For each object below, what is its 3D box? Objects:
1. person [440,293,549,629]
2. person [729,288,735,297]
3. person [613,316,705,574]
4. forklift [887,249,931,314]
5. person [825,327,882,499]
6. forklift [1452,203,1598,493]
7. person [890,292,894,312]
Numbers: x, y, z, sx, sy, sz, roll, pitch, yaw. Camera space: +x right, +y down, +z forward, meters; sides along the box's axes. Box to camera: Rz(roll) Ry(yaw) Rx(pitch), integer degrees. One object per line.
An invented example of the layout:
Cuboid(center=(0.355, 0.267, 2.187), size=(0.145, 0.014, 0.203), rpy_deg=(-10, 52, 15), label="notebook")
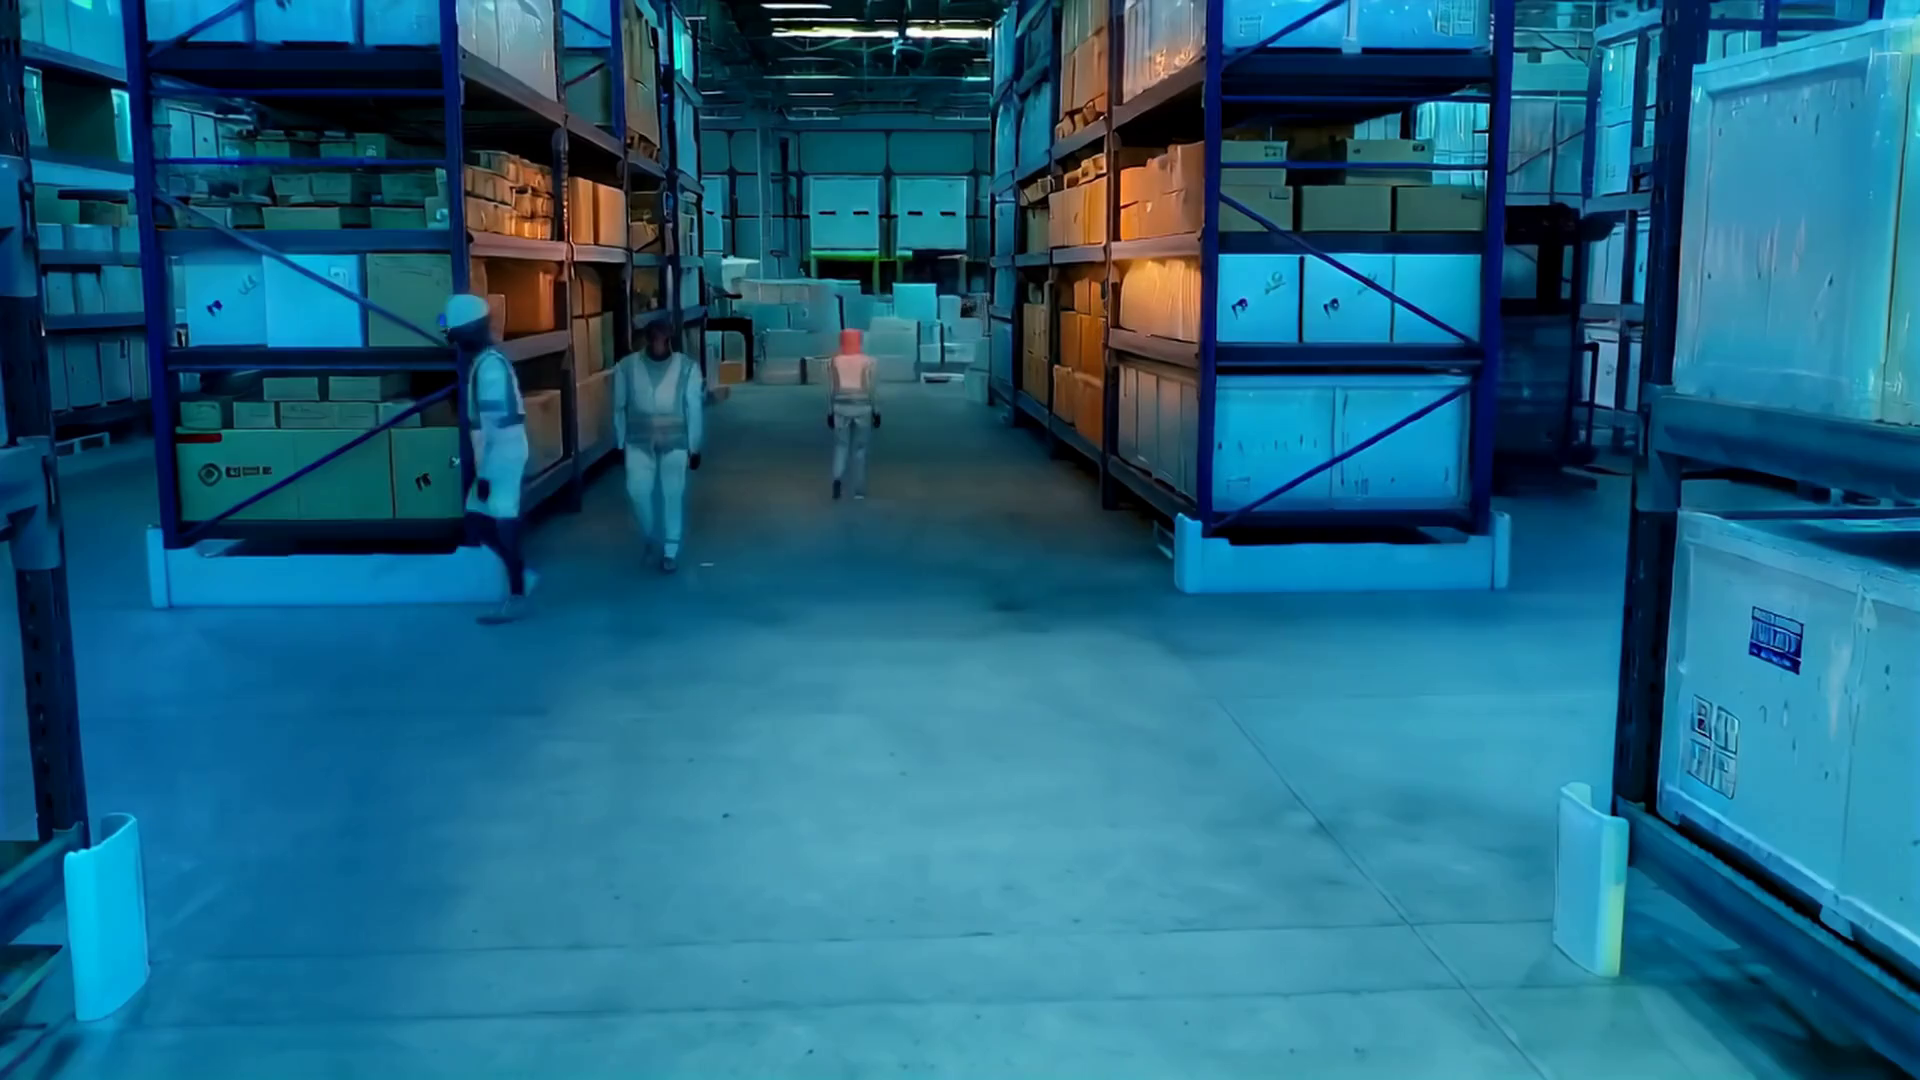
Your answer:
Cuboid(center=(-2.823, -0.465, 9.963), size=(0.494, 2.011, 0.684), rpy_deg=(-3, 10, -20), label="person")
Cuboid(center=(-9.034, -9.241, 66.254), size=(0.432, 1.623, 0.538), rpy_deg=(-2, 9, -13), label="person")
Cuboid(center=(-2.137, -0.669, 11.820), size=(0.652, 1.830, 0.438), rpy_deg=(-1, 9, -3), label="person")
Cuboid(center=(-1.021, -6.480, 45.020), size=(1.873, 2.768, 1.129), rpy_deg=(-2, 9, -12), label="forklift")
Cuboid(center=(-1.010, -1.185, 15.704), size=(0.527, 1.630, 0.392), rpy_deg=(2, 9, 11), label="person")
Cuboid(center=(5.506, -1.963, 16.653), size=(1.129, 2.768, 1.873), rpy_deg=(-1, 9, -4), label="forklift")
Cuboid(center=(-2.065, -7.836, 56.761), size=(0.892, 1.845, 0.594), rpy_deg=(1, 9, 6), label="person")
